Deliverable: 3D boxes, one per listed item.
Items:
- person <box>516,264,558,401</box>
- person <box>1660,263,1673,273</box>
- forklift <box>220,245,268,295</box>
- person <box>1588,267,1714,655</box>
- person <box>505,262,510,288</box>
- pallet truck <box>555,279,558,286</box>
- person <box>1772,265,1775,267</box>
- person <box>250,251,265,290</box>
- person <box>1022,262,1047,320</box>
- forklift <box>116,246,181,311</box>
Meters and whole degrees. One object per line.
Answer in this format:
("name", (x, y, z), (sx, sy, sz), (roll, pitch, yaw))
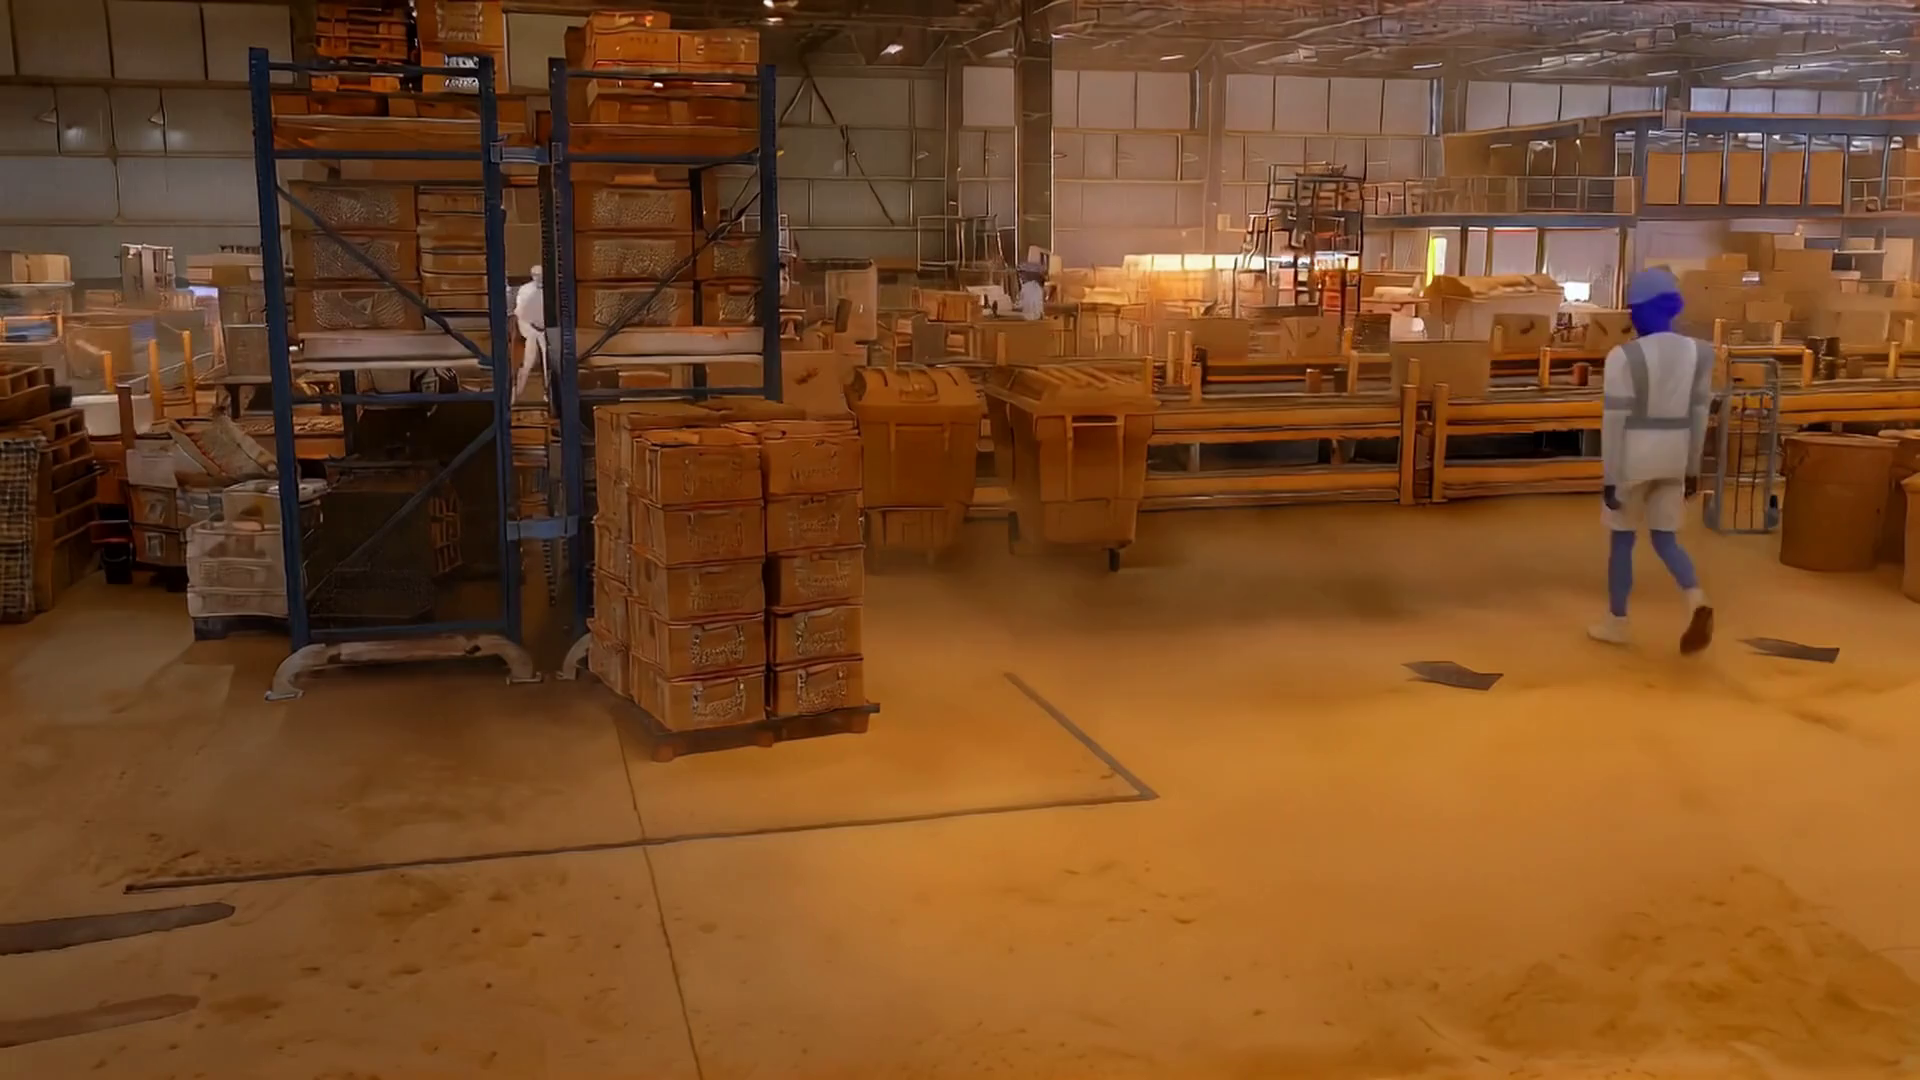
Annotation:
("person", (-5.819, -2.856, 22.918), (0.638, 1.888, 0.645), (9, 14, 42))
("person", (13.624, -4.437, 32.120), (0.599, 1.810, 0.779), (-5, 11, -25))
("forklift", (-17.749, -6.334, 41.440), (1.157, 1.987, 2.680), (-3, 10, -17))
("person", (3.584, -0.386, 8.567), (0.619, 2.028, 0.764), (-2, 10, -10))
("person", (-10.814, -5.721, 39.506), (0.310, 1.768, 0.533), (-7, 12, -35))
("pallet truck", (-10.604, -6.375, 44.520), (0.653, 1.274, 1.630), (-3, 10, -15))
("person", (14.852, -4.166, 30.196), (1.036, 1.935, 0.656), (8, 13, 39))
("person", (-14.418, -4.899, 34.093), (0.524, 2.029, 0.635), (-4, 11, -22))
("person", (1.179, -3.333, 25.647), (0.979, 1.881, 0.567), (-5, 11, -25))
("forklift", (-19.966, -6.232, 40.894), (1.157, 1.987, 2.680), (-3, 10, -15))
